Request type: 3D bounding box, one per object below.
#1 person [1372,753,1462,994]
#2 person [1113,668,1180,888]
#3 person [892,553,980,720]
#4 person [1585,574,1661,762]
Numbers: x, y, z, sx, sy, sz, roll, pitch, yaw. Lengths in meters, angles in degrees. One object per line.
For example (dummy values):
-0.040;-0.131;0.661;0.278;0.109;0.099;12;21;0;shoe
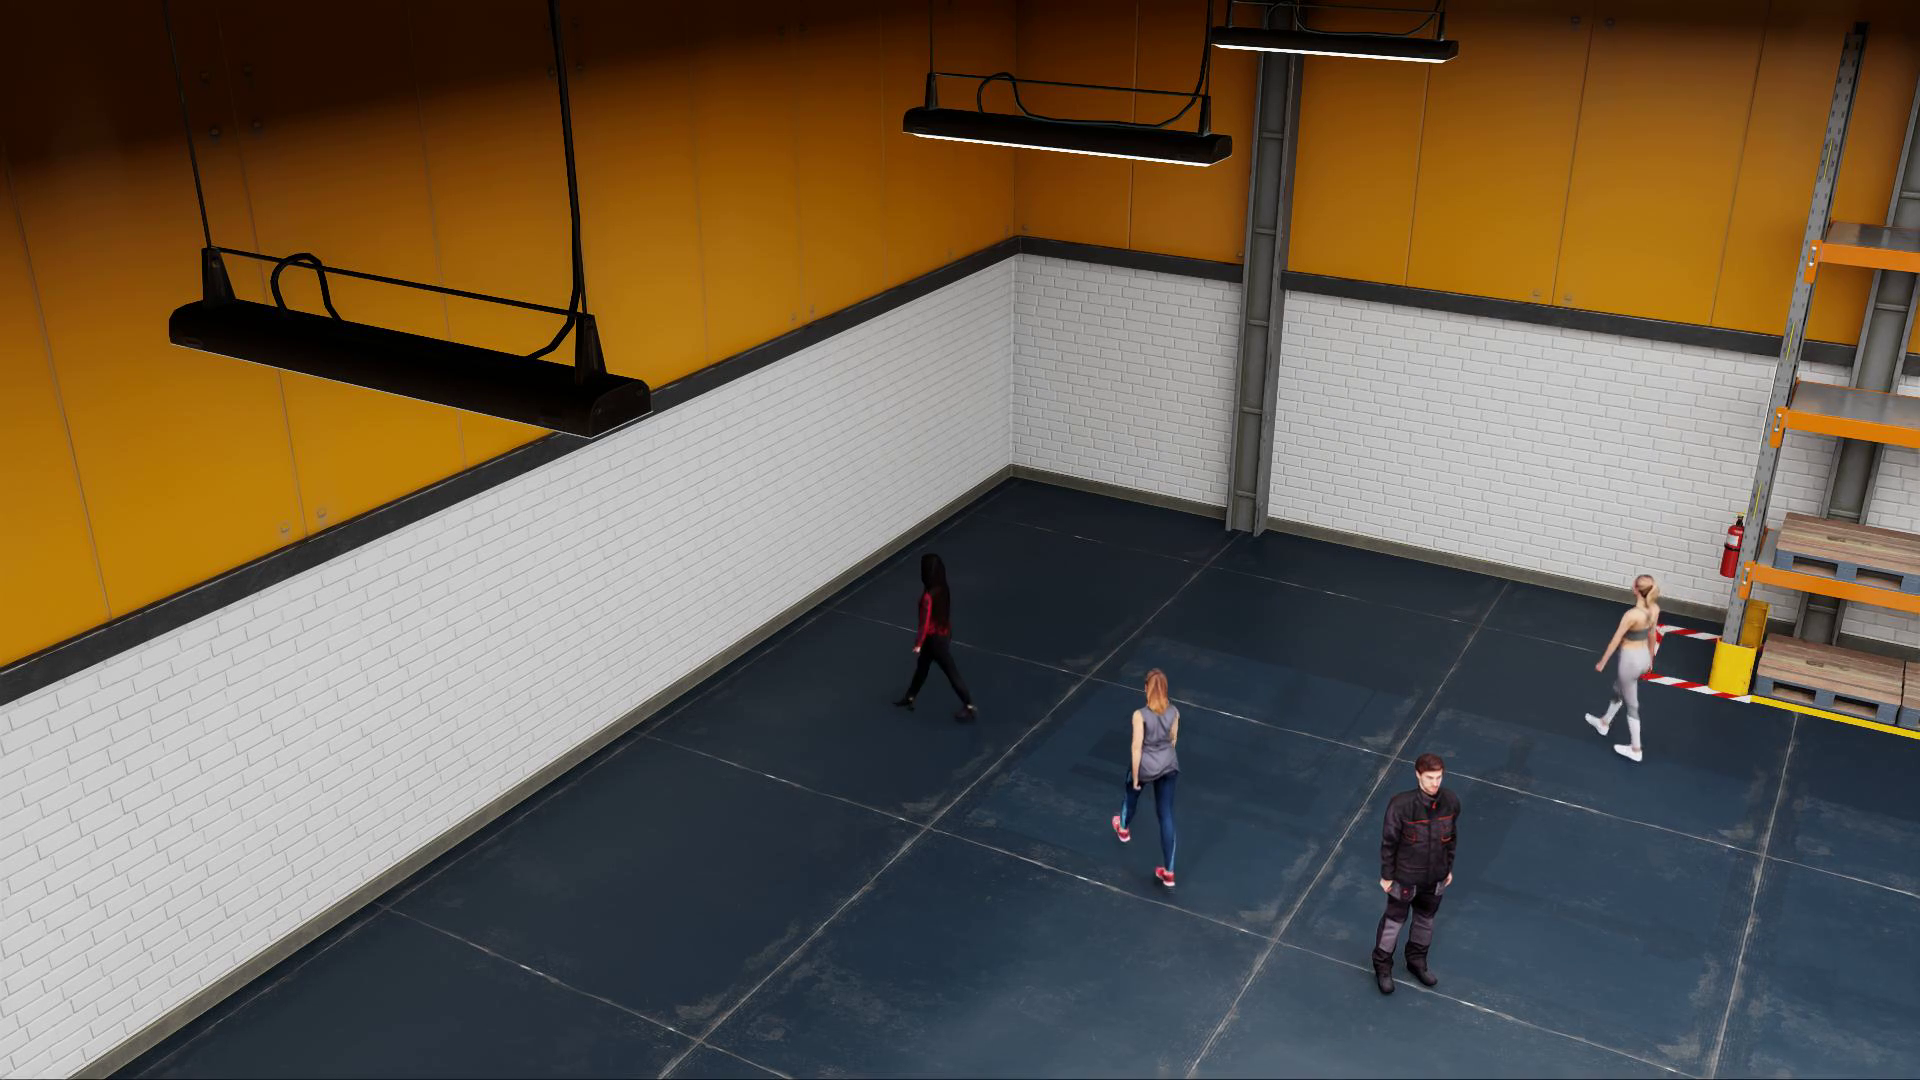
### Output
3.170;2.287;11.527;0.781;1.839;0.847;-6;24;-13;person
1.525;1.846;12.756;1.108;1.663;1.188;-7;24;-15;person
-0.114;0.915;14.955;1.128;1.608;0.795;6;24;12;person
5.881;1.133;14.371;0.843;1.676;1.022;-15;28;-31;person
